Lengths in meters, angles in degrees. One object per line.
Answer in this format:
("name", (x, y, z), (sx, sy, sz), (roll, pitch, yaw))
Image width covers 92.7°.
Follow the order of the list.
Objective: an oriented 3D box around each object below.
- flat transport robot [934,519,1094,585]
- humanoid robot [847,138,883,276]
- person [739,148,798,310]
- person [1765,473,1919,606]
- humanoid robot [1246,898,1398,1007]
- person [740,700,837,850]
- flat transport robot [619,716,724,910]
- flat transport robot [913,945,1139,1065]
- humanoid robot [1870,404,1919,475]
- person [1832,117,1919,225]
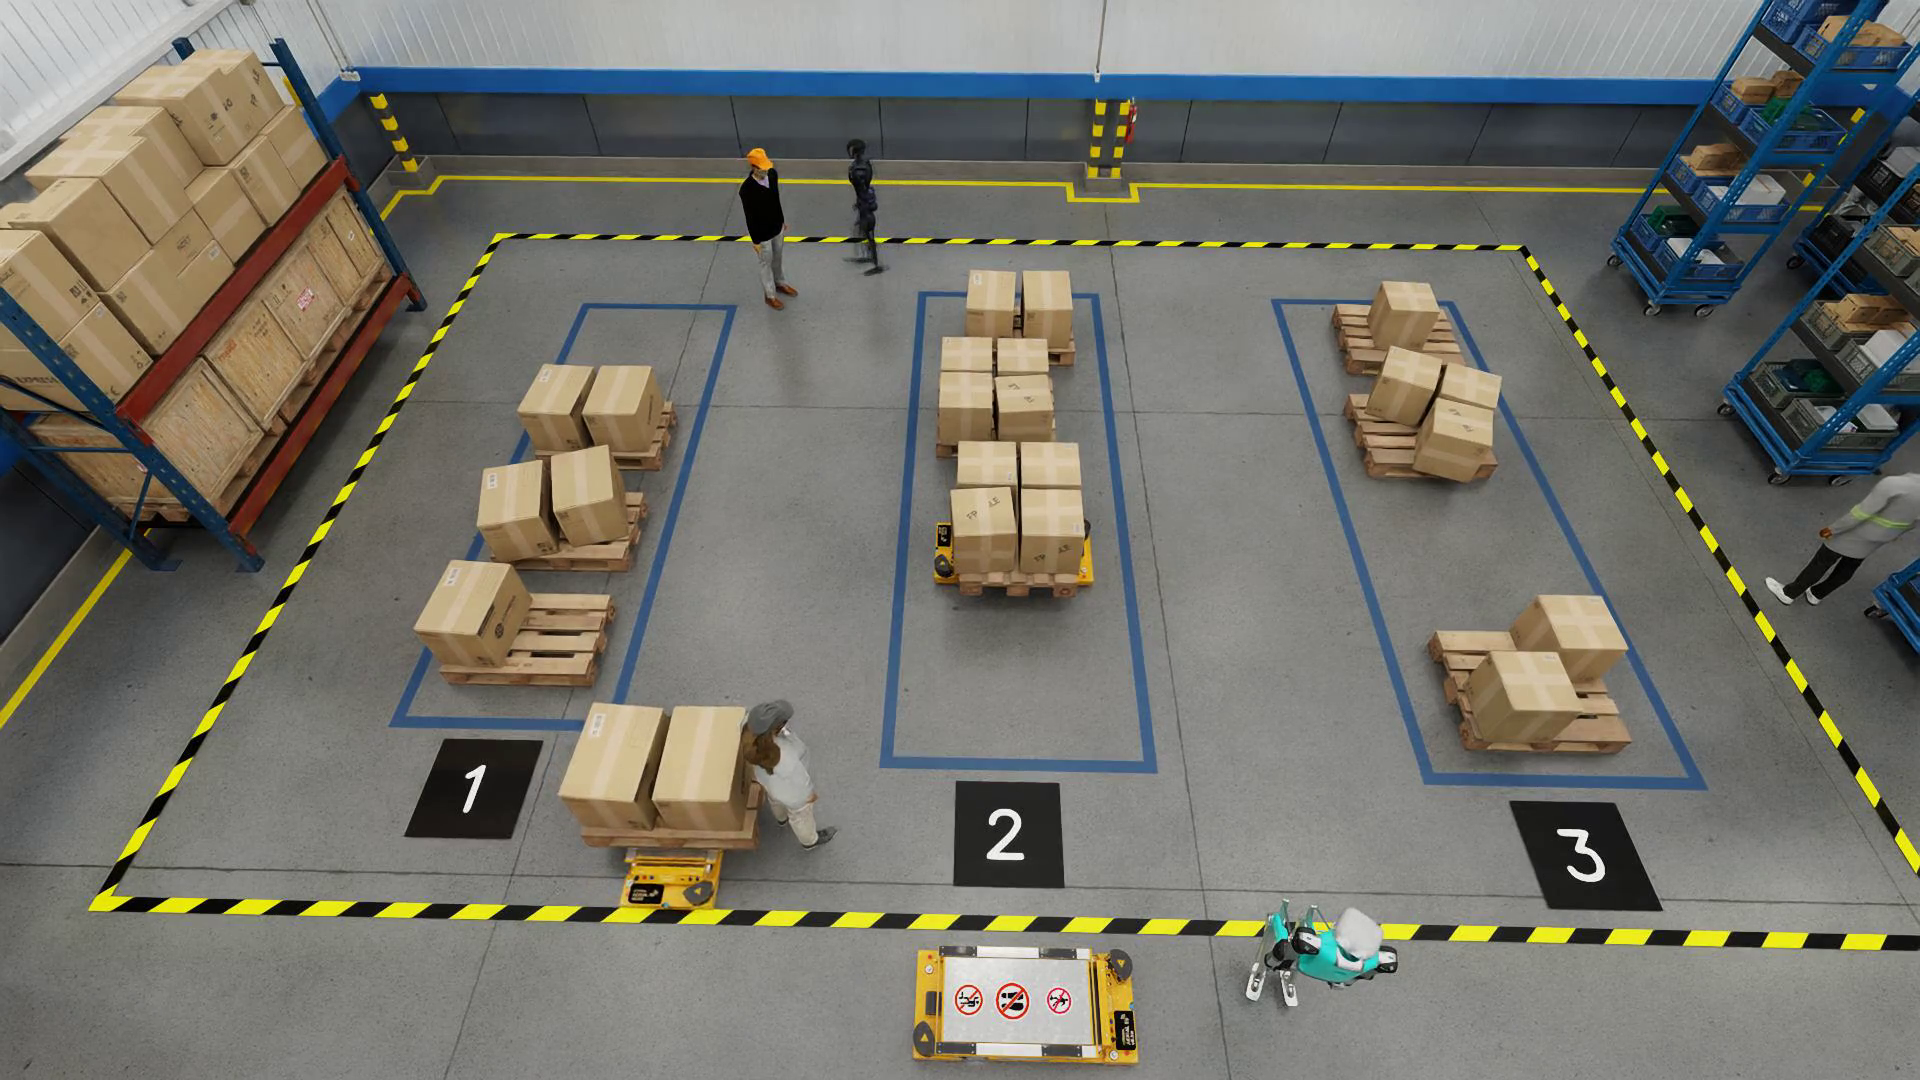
("flat transport robot", (0.490, 0.087, 8.397), (1.431, 0.197, 0.652), (1, 51, 1))
("humanoid robot", (-1.125, -3.893, 10.741), (0.315, 1.657, 0.599), (-7, 51, -6))
("person", (-2.141, -3.489, 10.289), (0.380, 1.881, 0.589), (22, 54, 17))
("person", (7.477, -0.119, 7.561), (0.597, 1.850, 0.396), (3, 51, 2))
("humanoid robot", (2.115, 2.378, 5.513), (0.533, 1.676, 0.735), (10, 52, 8))
("person", (-1.196, 1.603, 6.209), (0.563, 1.770, 0.396), (37, 60, 26))
("flat transport robot", (-2.044, 1.995, 6.842), (0.652, 0.197, 1.431), (1, 51, 1))
("flat transport robot", (0.422, 3.041, 6.007), (1.431, 0.231, 0.659), (1, 51, 1))
("humanoid robot", (9.250, -1.406, 8.731), (0.589, 1.634, 0.640), (3, 51, 3))
("person", (11.070, -4.347, 10.952), (0.634, 1.938, 0.363), (36, 59, 25))
